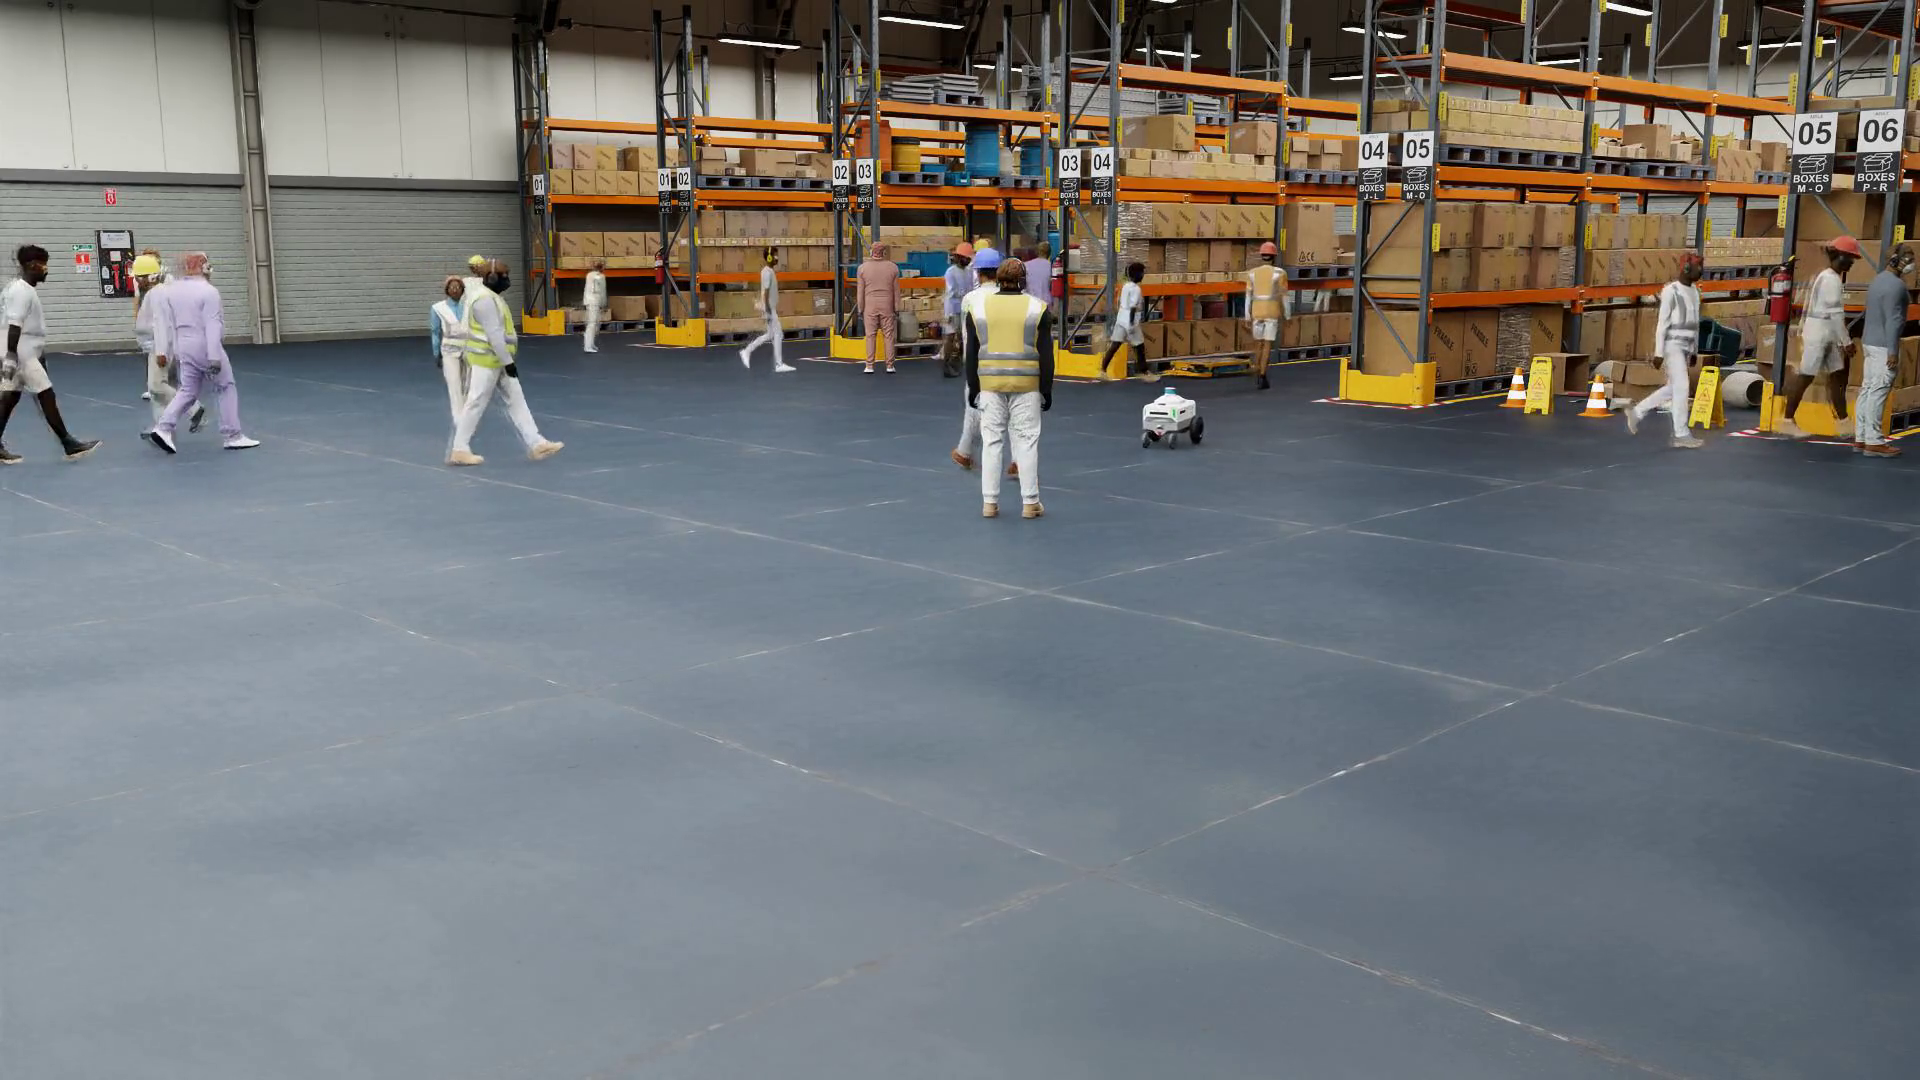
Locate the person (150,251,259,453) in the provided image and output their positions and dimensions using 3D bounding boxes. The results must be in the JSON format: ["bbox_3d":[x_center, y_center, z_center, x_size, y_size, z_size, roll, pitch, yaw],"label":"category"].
[{"bbox_3d":[-7.124,-1.751,15.493,0.657,1.865,0.912,6,12,30],"label":"person"}]

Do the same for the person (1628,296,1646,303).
[{"bbox_3d":[12.477,-4.389,30.578,0.806,1.602,0.509,-9,14,-41],"label":"person"}]

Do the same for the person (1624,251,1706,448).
[{"bbox_3d":[6.835,-1.846,16.008,0.584,1.858,0.824,-8,13,-39],"label":"person"}]

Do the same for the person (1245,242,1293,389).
[{"bbox_3d":[4.113,-2.981,22.073,0.571,1.901,0.887,7,12,32],"label":"person"}]

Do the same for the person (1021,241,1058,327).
[{"bbox_3d":[1.242,-3.435,24.489,0.650,1.916,0.611,5,12,27],"label":"person"}]

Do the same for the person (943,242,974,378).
[{"bbox_3d":[-0.029,-3.243,23.484,0.522,1.902,0.578,9,14,40],"label":"person"}]

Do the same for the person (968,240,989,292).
[{"bbox_3d":[0.311,-3.524,24.951,0.369,1.928,0.586,10,14,44],"label":"person"}]

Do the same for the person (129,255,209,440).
[{"bbox_3d":[-7.788,-1.881,16.313,0.546,1.805,0.614,-5,11,-25],"label":"person"}]

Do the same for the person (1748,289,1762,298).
[{"bbox_3d":[17.019,-5.419,35.457,0.997,1.869,0.609,6,12,28],"label":"person"}]

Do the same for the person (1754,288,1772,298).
[{"bbox_3d":[15.629,-4.816,32.036,0.636,1.916,0.634,-5,12,-26],"label":"person"}]

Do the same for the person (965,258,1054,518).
[{"bbox_3d":[0.361,-1.085,11.886,0.637,1.842,0.429,2,11,11],"label":"person"}]

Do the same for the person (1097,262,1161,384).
[{"bbox_3d":[2.263,-2.921,22.454,0.909,1.644,0.538,-3,11,-18],"label":"person"}]

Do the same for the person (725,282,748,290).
[{"bbox_3d":[-4.729,-5.333,35.208,0.604,1.786,0.933,4,11,21],"label":"person"}]

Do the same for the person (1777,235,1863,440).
[{"bbox_3d":[8.517,-1.943,16.155,0.973,1.983,0.606,6,12,30],"label":"person"}]

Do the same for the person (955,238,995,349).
[{"bbox_3d":[0.271,-3.782,26.317,0.630,1.950,0.649,-2,11,-9],"label":"person"}]

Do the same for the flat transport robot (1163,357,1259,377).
[{"bbox_3d":[3.654,-2.497,23.986,1.431,0.197,0.652,-9,14,-41],"label":"flat transport robot"}]

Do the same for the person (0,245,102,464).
[{"bbox_3d":[-8.176,-1.638,14.697,1.003,1.904,0.620,-7,12,-32],"label":"person"}]

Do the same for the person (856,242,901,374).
[{"bbox_3d":[-1.199,-3.378,24.220,0.680,1.906,0.402,-2,11,-11],"label":"person"}]

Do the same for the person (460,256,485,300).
[{"bbox_3d":[-6.770,-3.141,23.436,0.540,1.708,0.935,4,11,19],"label":"person"}]

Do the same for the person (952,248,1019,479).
[{"bbox_3d":[0.261,-1.475,13.889,0.622,1.895,1.026,-5,12,-26],"label":"person"}]

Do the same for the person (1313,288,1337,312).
[{"bbox_3d":[6.943,-4.700,31.572,0.436,1.853,0.551,-10,14,-42],"label":"person"}]

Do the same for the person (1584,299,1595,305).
[{"bbox_3d":[12.086,-4.822,32.139,0.549,1.883,0.985,9,14,41],"label":"person"}]

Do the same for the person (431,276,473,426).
[{"bbox_3d":[-5.049,-1.865,16.839,0.515,1.585,0.887,-6,12,-29],"label":"person"}]

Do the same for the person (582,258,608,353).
[{"bbox_3d":[-6.260,-4.003,28.426,0.511,1.611,0.505,-8,13,-37],"label":"person"}]

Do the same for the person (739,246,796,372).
[{"bbox_3d":[-2.871,-3.419,24.617,0.771,1.848,0.518,-1,10,-5],"label":"person"}]

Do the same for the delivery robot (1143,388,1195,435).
[{"bbox_3d":[2.019,-1.225,16.021,0.477,0.478,0.707,5,11,24],"label":"delivery robot"}]

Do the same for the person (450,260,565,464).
[{"bbox_3d":[-4.061,-1.562,14.661,0.992,1.785,0.628,0,10,-1],"label":"person"}]

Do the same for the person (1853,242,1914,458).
[{"bbox_3d":[8.463,-1.745,15.236,0.376,1.934,0.629,2,11,13],"label":"person"}]

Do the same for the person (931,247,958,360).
[{"bbox_3d":[-0.004,-3.821,26.888,0.959,1.829,0.508,-8,13,-37],"label":"person"}]

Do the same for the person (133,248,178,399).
[{"bbox_3d":[-9.876,-2.654,20.434,0.514,1.845,0.337,-1,10,-5],"label":"person"}]

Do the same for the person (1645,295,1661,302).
[{"bbox_3d":[11.984,-4.112,28.421,0.972,1.828,0.603,-10,14,-43],"label":"person"}]
